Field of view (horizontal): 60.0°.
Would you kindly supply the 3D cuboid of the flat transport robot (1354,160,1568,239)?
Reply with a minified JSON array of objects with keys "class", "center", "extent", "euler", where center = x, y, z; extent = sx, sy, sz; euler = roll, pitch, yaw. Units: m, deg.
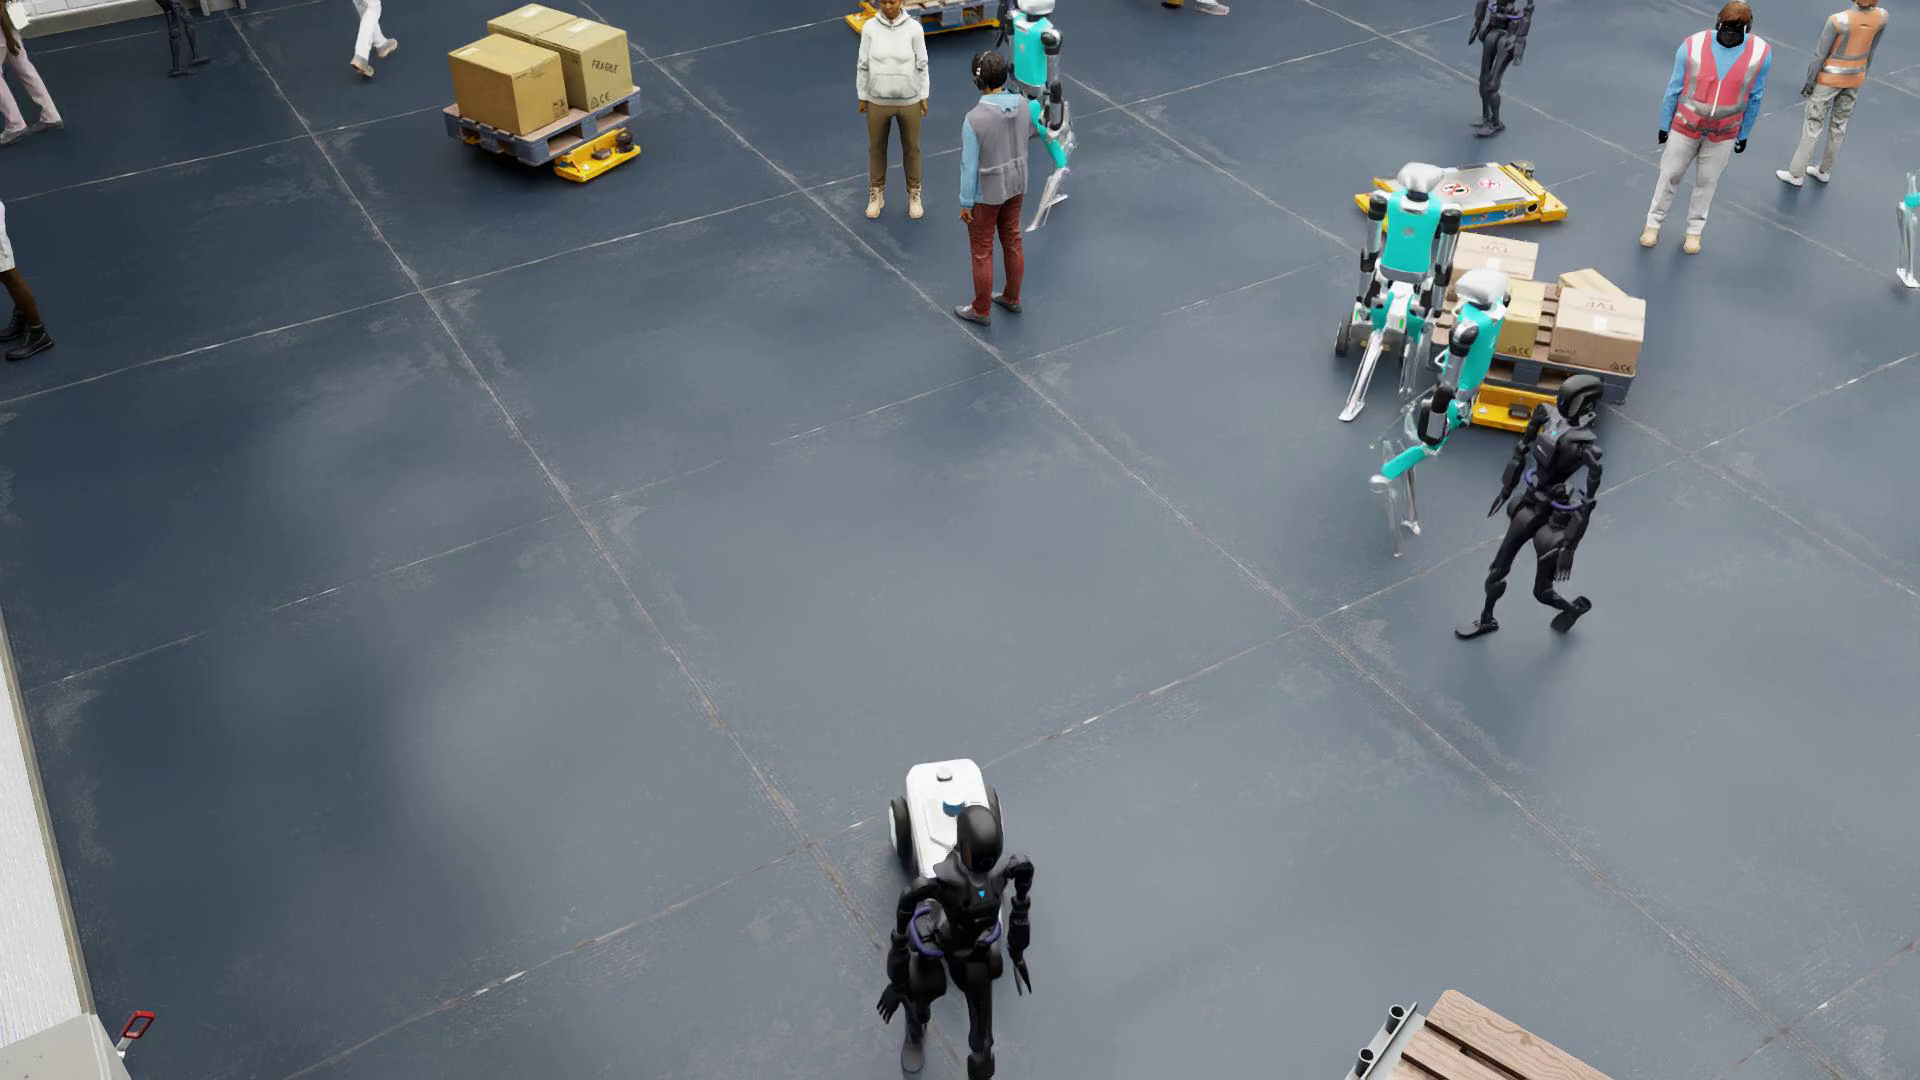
[{"class":"flat transport robot","center":[3.771,-2.555,12.515],"extent":[1.431,0.231,0.659],"euler":[-9,39,-12]}]

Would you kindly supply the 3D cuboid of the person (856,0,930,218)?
[{"class":"person","center":[-0.484,-3.208,12.133],"extent":[0.531,1.767,0.365],"euler":[1,38,2]}]

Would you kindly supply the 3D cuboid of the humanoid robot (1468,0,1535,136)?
[{"class":"humanoid robot","center":[4.345,-4.075,13.298],"extent":[0.338,1.642,0.601],"euler":[-18,42,-22]}]

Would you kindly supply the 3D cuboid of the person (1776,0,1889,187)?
[{"class":"person","center":[6.620,-3.466,12.569],"extent":[0.506,1.629,0.314],"euler":[-7,39,-8]}]

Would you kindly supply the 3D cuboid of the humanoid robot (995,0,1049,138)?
[{"class":"humanoid robot","center":[0.526,-4.034,13.243],"extent":[0.357,1.647,0.601],"euler":[-25,45,-28]}]

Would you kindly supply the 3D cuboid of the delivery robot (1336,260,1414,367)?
[{"class":"delivery robot","center":[2.803,-1.520,10.995],"extent":[0.499,0.614,0.815],"euler":[13,40,15]}]

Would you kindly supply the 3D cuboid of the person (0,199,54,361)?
[{"class":"person","center":[-6.247,-2.048,10.533],"extent":[0.363,1.939,0.542],"euler":[-24,44,-27]}]

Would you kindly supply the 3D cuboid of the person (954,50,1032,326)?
[{"class":"person","center":[0.228,-2.270,10.869],"extent":[0.534,1.873,0.416],"euler":[-28,46,-31]}]

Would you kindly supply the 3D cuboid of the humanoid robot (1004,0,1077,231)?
[{"class":"humanoid robot","center":[0.699,-3.138,12.098],"extent":[0.773,1.807,0.550],"euler":[-26,45,-29]}]

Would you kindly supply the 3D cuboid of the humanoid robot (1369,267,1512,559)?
[{"class":"humanoid robot","center":[2.511,-0.709,9.026],"extent":[0.642,1.800,0.546],"euler":[25,45,28]}]

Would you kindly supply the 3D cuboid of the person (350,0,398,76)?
[{"class":"person","center":[-5.202,-4.945,14.253],"extent":[0.575,1.853,0.867],"euler":[8,39,9]}]

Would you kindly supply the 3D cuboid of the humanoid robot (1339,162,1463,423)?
[{"class":"humanoid robot","center":[2.696,-1.502,10.074],"extent":[0.532,1.855,0.789],"euler":[15,41,18]}]

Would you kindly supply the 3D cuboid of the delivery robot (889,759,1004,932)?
[{"class":"delivery robot","center":[-0.031,1.329,7.398],"extent":[0.499,0.612,0.796],"euler":[-6,39,-8]}]

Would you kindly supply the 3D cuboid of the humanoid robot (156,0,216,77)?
[{"class":"humanoid robot","center":[-6.781,-4.801,14.219],"extent":[0.464,1.647,0.613],"euler":[-22,43,-25]}]

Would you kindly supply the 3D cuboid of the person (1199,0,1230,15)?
[{"class":"person","center":[2.278,-5.904,15.466],"extent":[0.721,1.857,0.590],"euler":[18,42,21]}]

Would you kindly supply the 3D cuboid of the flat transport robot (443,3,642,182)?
[{"class":"flat transport robot","center":[-3.324,-3.245,13.386],"extent":[1.431,0.231,0.659],"euler":[23,44,27]}]

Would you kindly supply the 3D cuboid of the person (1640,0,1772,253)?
[{"class":"person","center":[5.232,-2.893,11.689],"extent":[0.628,1.836,0.431],"euler":[12,40,15]}]

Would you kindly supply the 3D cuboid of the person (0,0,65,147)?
[{"class":"person","center":[-7.693,-4.029,13.121],"extent":[0.683,1.824,0.581],"euler":[-18,42,-21]}]

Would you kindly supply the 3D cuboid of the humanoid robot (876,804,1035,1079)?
[{"class":"humanoid robot","center":[-0.015,1.582,6.185],"extent":[0.608,1.618,0.740],"euler":[-15,41,-18]}]

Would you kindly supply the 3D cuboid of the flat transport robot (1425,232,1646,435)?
[{"class":"flat transport robot","center":[3.656,-1.141,10.731],"extent":[0.659,0.231,1.431],"euler":[13,40,15]}]

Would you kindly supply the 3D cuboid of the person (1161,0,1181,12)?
[{"class":"person","center":[1.830,-5.888,15.560],"extent":[0.539,1.700,0.926],"euler":[-21,43,-24]}]

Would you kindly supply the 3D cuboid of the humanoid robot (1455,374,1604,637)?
[{"class":"humanoid robot","center":[2.995,-0.145,8.365],"extent":[0.671,1.643,0.602],"euler":[-14,40,-17]}]

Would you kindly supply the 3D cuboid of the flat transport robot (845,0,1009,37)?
[{"class":"flat transport robot","center":[-0.285,-4.885,15.456],"extent":[1.431,0.231,0.659],"euler":[-15,41,-18]}]

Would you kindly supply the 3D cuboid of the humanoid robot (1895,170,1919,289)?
[{"class":"humanoid robot","center":[6.661,-2.397,11.150],"extent":[0.543,1.792,0.835],"euler":[3,38,3]}]
